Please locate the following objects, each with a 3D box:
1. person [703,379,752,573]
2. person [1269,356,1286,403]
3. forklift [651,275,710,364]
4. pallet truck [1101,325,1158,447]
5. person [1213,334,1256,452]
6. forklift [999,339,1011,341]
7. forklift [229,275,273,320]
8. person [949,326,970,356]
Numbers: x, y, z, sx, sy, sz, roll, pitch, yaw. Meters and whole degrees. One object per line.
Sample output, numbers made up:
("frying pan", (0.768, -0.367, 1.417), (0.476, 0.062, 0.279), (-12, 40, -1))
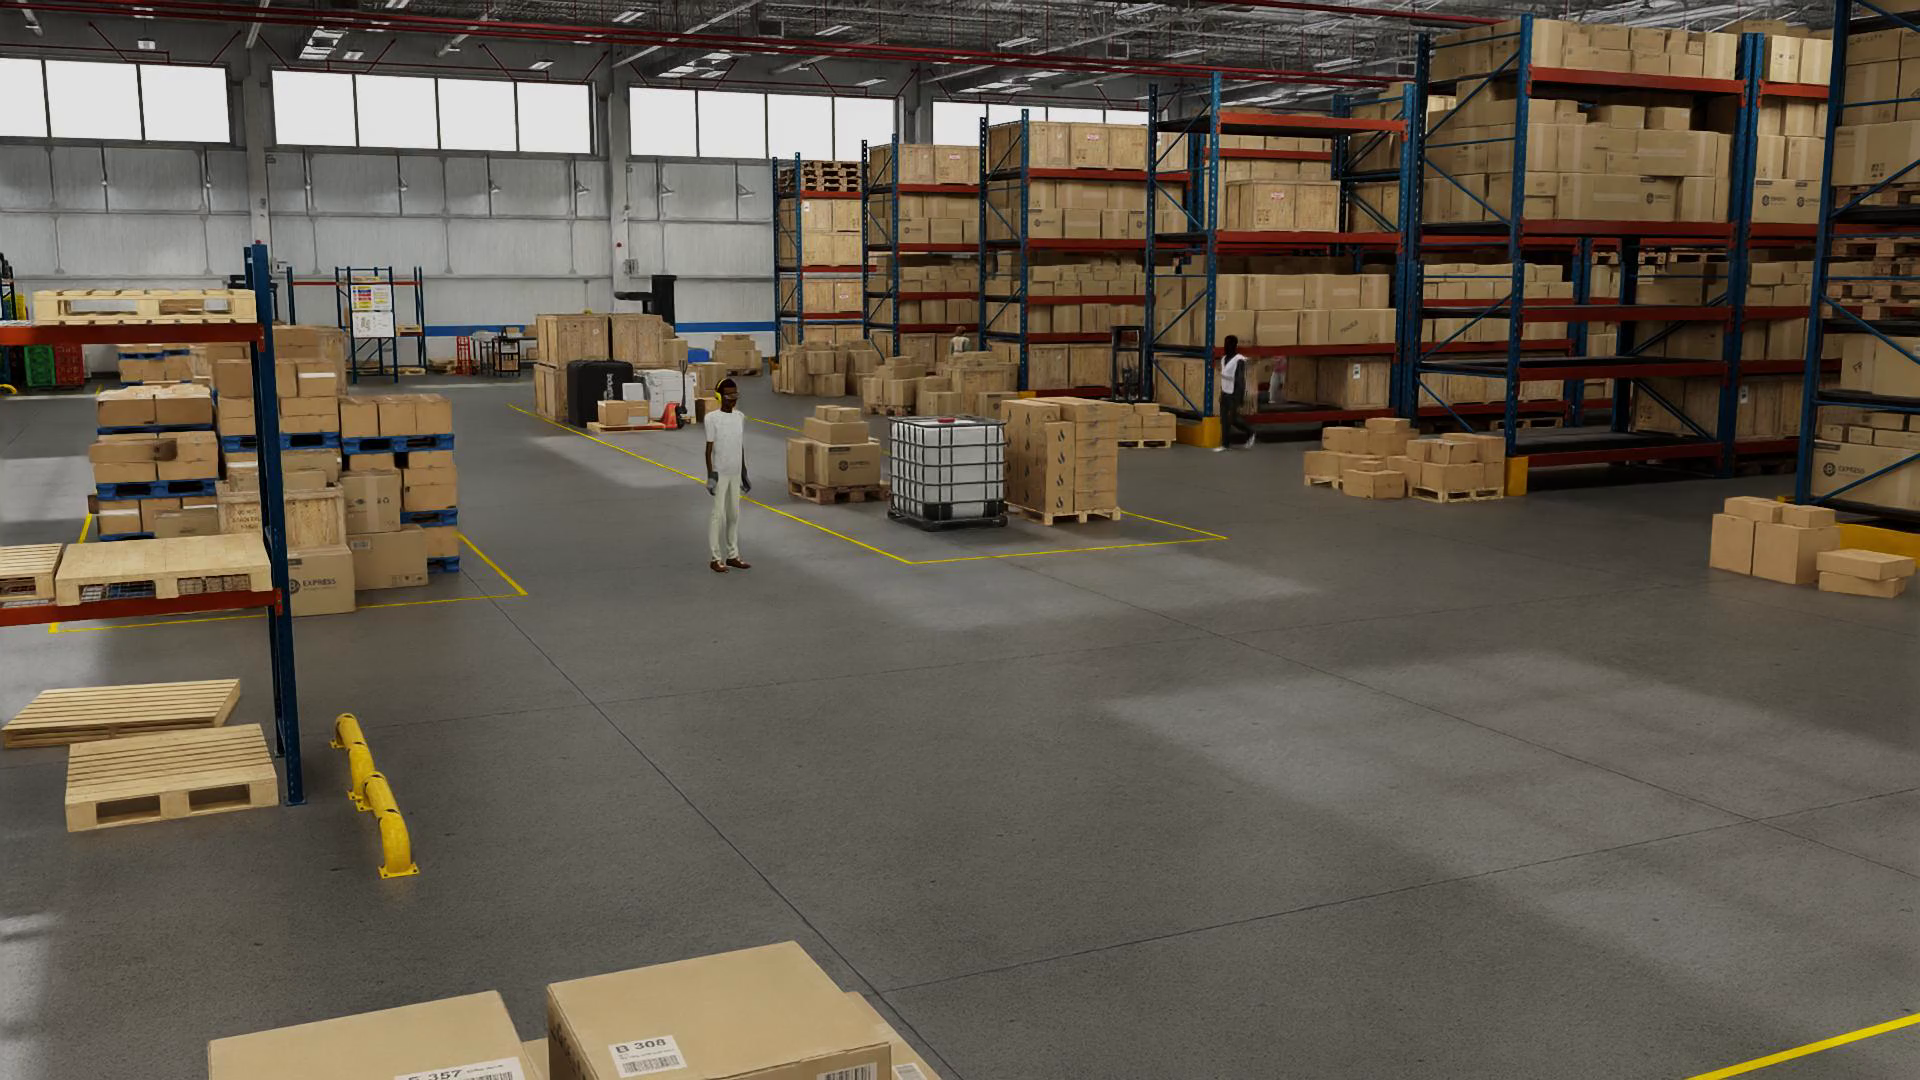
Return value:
("person", (-2.240, -0.623, 16.093), (0.329, 1.868, 0.516), (8, 12, 40))
("person", (6.599, -3.433, 33.721), (0.856, 1.817, 0.631), (-4, 10, -22))
("forklift", (-6.839, -4.753, 38.575), (1.873, 2.768, 1.129), (-4, 10, -25))
("pallet truck", (2.881, -2.596, 27.923), (0.823, 1.965, 1.885), (-1, 9, -7))
("person", (4.407, -2.357, 26.745), (0.619, 1.902, 0.595), (-3, 10, -20))
("forklift", (1.421, -4.875, 39.331), (1.129, 2.768, 1.873), (-4, 10, -25))
("forklift", (-17.121, -5.037, 40.335), (1.129, 2.768, 1.873), (-4, 10, -25))
("person", (-0.016, -4.147, 38.744), (0.527, 1.639, 0.344), (3, 10, 16))
